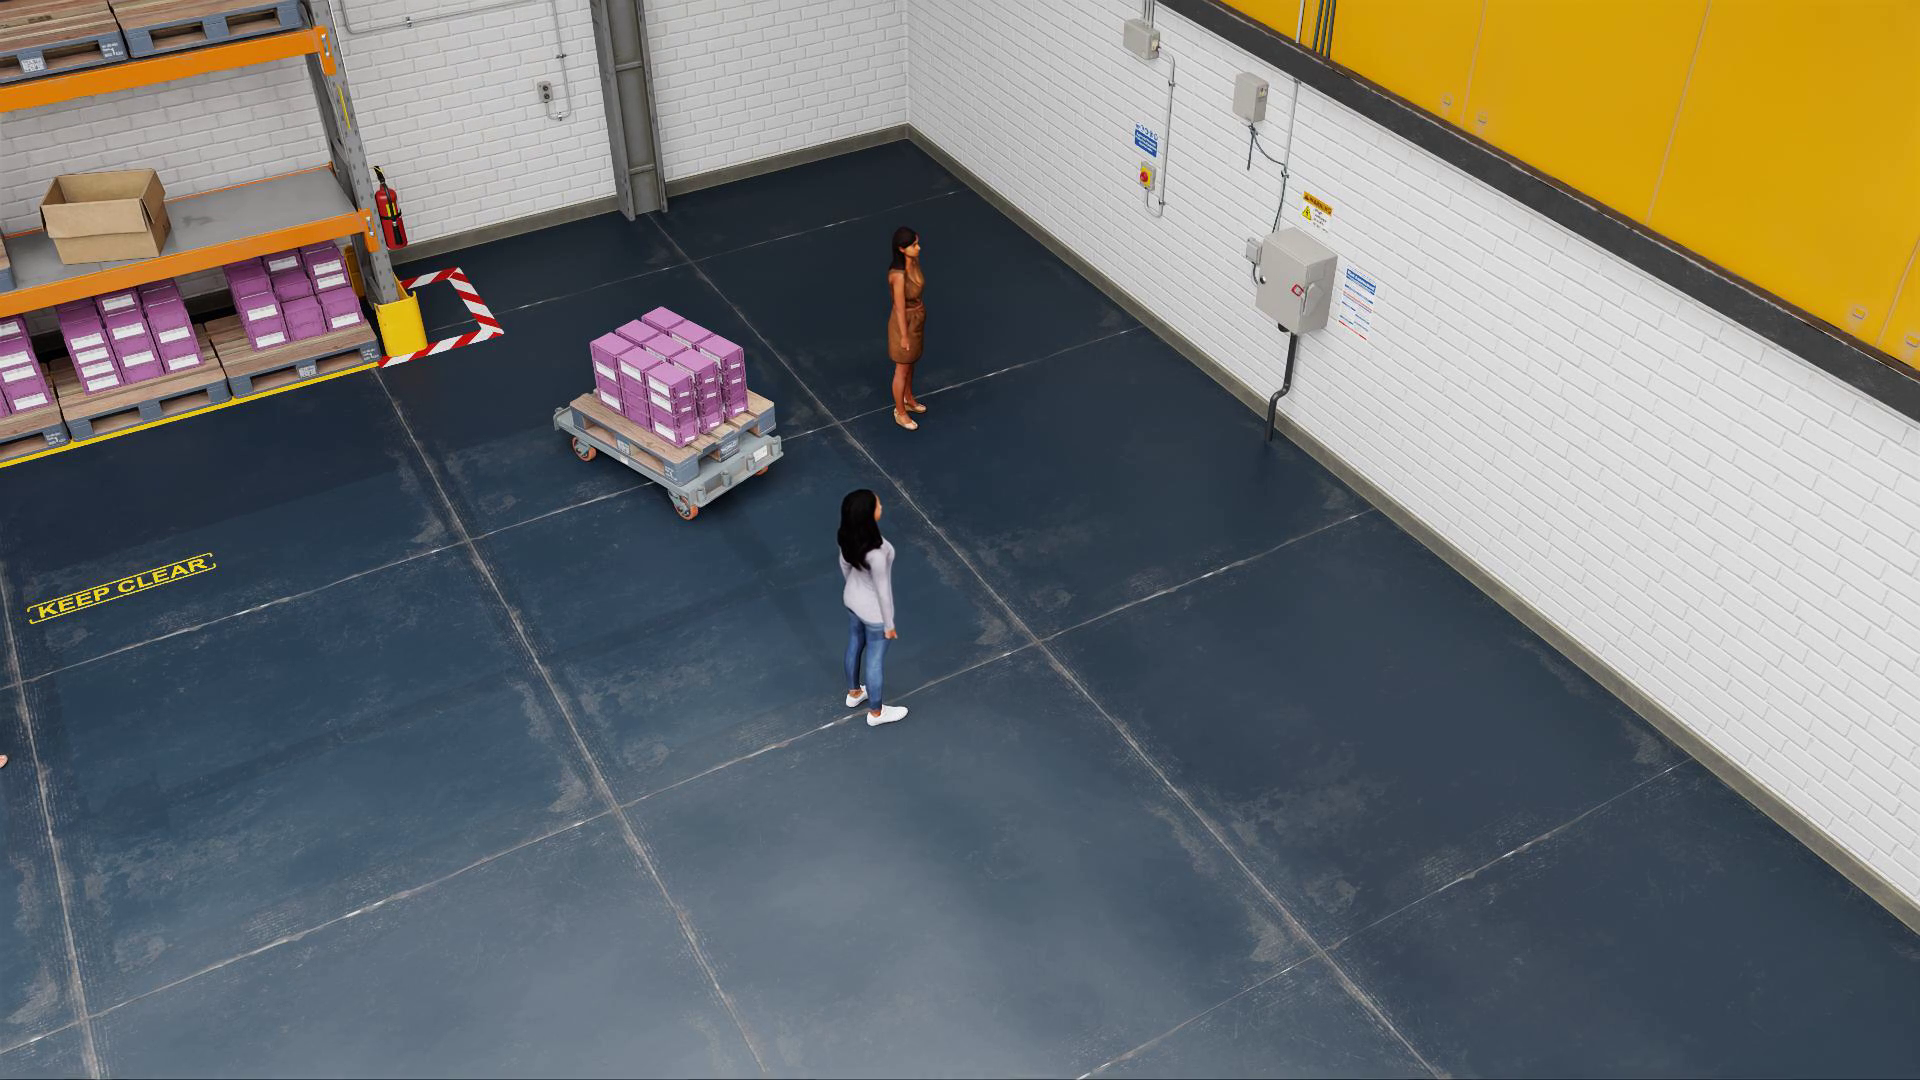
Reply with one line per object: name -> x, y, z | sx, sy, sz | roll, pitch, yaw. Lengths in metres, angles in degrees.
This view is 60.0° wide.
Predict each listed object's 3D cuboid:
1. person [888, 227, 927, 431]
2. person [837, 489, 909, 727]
person -> -0.409, -1.641, 12.782 | 0.693, 1.690, 0.631 | 10, 40, 12
person -> -0.576, 0.406, 10.182 | 0.548, 1.736, 0.628 | -24, 45, -27
